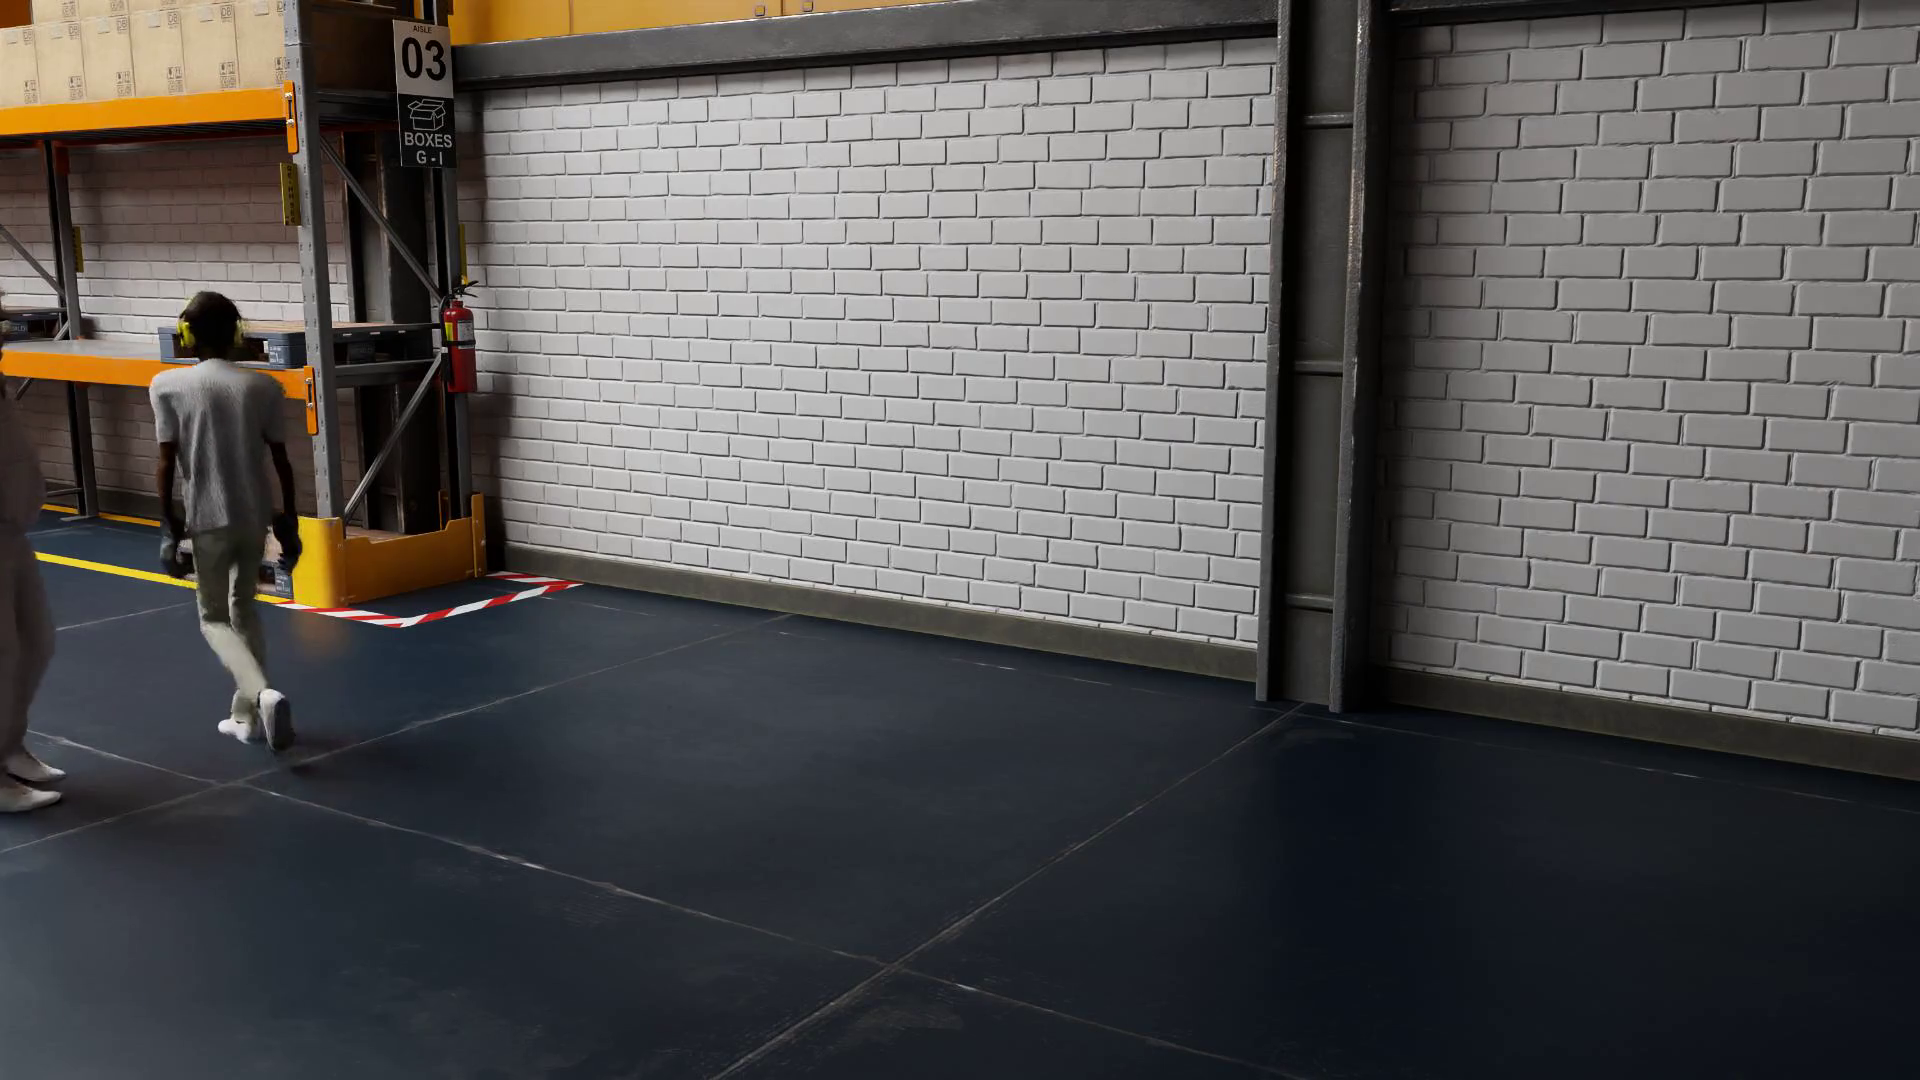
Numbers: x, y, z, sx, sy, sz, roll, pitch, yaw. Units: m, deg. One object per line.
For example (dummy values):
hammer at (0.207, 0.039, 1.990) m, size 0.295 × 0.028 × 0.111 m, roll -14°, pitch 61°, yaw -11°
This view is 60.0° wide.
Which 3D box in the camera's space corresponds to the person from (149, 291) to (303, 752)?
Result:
person at (-2.820, -0.046, 6.474) m, size 0.538 × 1.831 × 0.723 m, roll -10°, pitch 14°, yaw -42°

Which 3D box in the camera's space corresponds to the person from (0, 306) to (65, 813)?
person at (-3.452, 0.028, 5.906) m, size 0.396 × 1.888 × 0.662 m, roll -3°, pitch 11°, yaw -15°
